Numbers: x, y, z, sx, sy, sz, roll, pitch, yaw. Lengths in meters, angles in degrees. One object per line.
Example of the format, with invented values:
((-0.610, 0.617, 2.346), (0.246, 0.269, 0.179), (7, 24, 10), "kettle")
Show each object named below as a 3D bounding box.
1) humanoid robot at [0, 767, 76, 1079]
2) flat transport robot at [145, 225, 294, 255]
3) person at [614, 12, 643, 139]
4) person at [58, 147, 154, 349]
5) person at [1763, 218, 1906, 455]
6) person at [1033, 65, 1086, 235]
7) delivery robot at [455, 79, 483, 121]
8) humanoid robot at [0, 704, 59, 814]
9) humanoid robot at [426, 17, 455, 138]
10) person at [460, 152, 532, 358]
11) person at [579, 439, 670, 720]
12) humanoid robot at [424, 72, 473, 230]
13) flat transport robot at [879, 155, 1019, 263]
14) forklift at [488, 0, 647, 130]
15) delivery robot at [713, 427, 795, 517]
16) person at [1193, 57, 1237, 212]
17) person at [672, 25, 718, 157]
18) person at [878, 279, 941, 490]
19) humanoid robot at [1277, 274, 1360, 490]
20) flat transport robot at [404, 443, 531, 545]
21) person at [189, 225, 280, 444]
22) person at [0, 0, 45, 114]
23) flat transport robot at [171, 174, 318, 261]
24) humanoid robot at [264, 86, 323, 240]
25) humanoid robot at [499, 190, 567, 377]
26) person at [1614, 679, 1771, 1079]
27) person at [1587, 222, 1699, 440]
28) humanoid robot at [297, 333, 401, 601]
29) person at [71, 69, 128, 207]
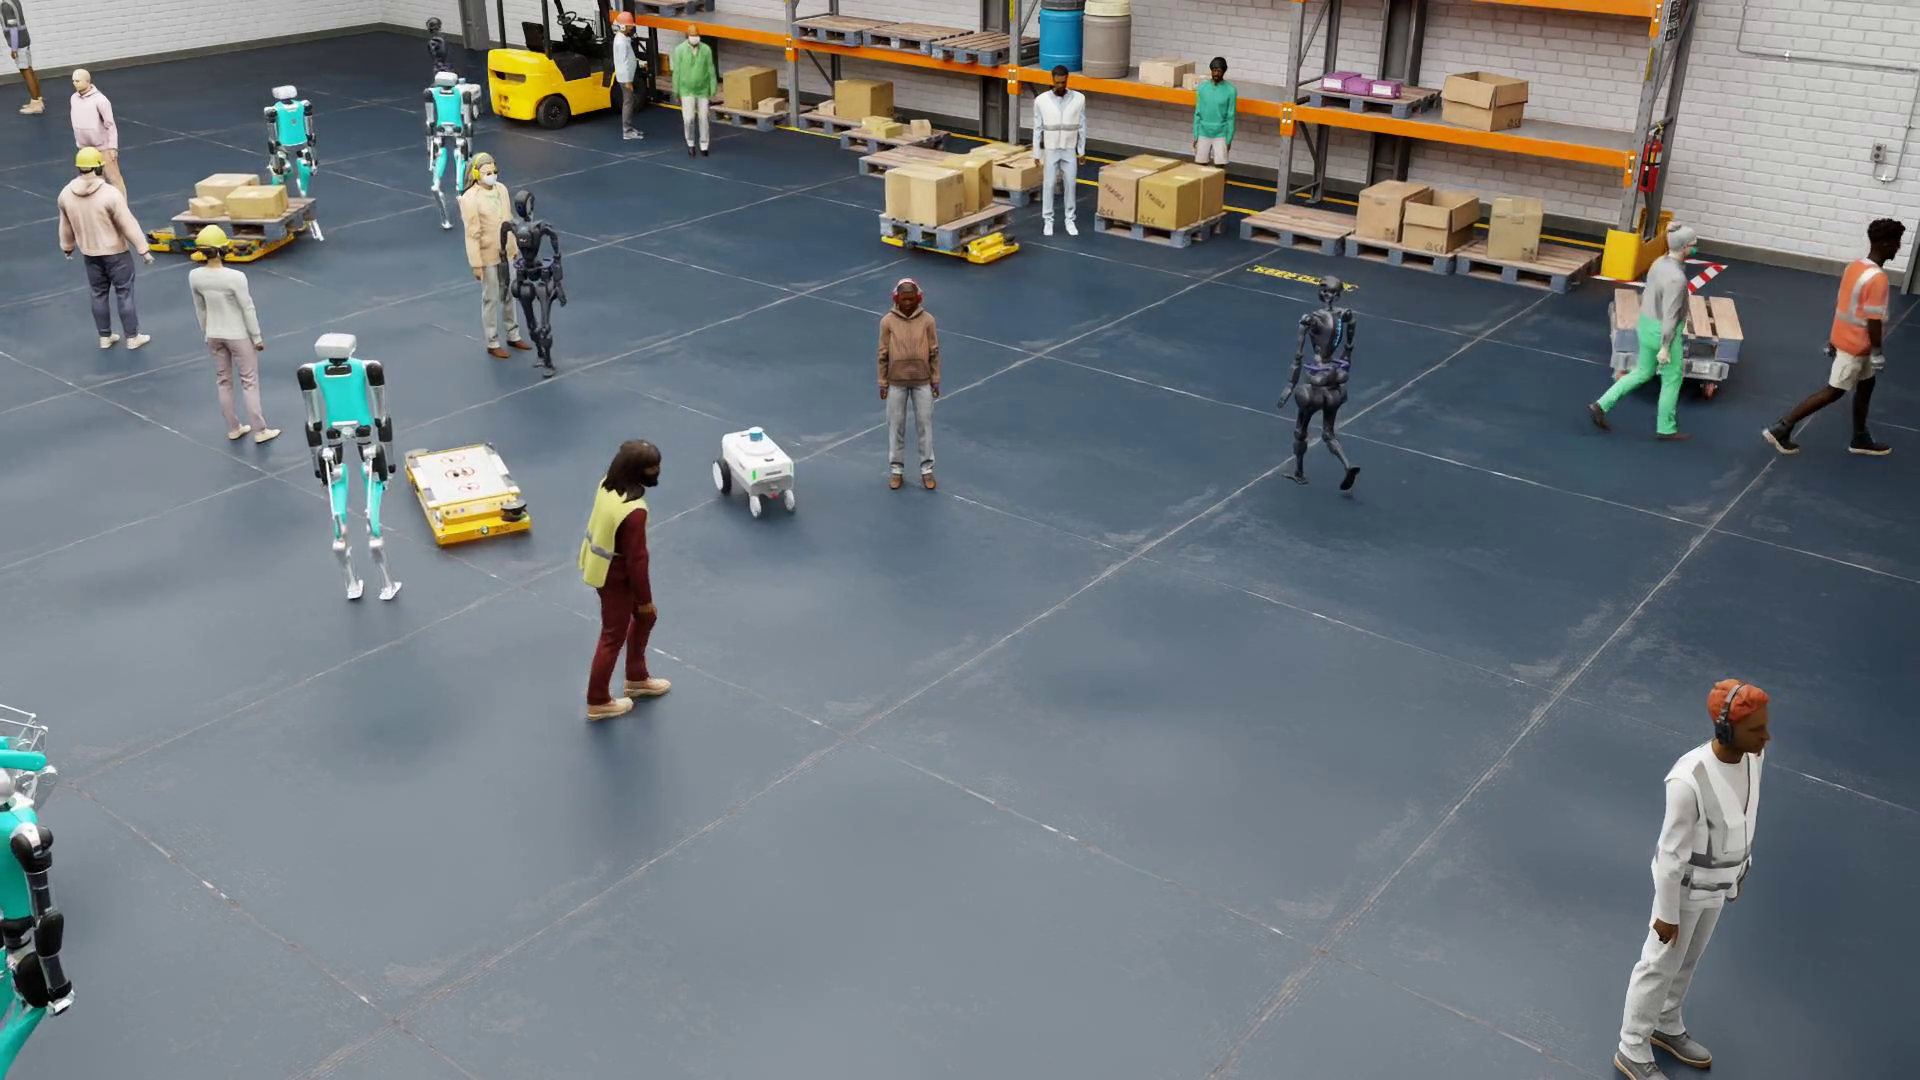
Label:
((-3.784, 1.771, 6.263), (0.559, 1.813, 0.897), (15, 30, 28), "humanoid robot")
((-8.279, -3.380, 18.570), (1.431, 0.231, 0.659), (4, 26, 8), "flat transport robot")
((-4.674, -6.541, 23.423), (0.351, 1.737, 0.575), (-4, 26, -8), "person")
((-7.849, -2.655, 15.252), (0.819, 1.853, 0.434), (2, 26, 3), "person")
((6.894, -1.558, 12.894), (0.955, 1.924, 0.602), (6, 27, 13), "person")
((1.122, -4.413, 18.829), (0.600, 1.907, 0.398), (-3, 26, -6), "person")
((-7.430, -6.583, 24.880), (0.499, 0.598, 0.777), (2, 26, 3), "delivery robot")
((-4.728, 0.830, 8.009), (0.735, 1.677, 0.533), (-23, 34, -39), "humanoid robot")
((-7.313, -6.509, 23.423), (0.354, 1.645, 0.612), (-1, 26, -1), "humanoid robot")
((-4.248, -2.586, 15.094), (0.409, 1.868, 0.569), (14, 29, 26), "person")
((-1.904, 0.230, 9.421), (0.648, 1.723, 0.493), (-9, 27, -18), "person")
((-5.827, -4.397, 19.018), (0.579, 1.783, 0.890), (-4, 26, -8), "humanoid robot")
((-0.120, -3.347, 18.502), (1.431, 0.231, 0.659), (18, 31, 33), "flat transport robot")
((-5.874, -7.334, 24.552), (1.214, 2.155, 2.313), (19, 32, 34), "forklift")
((-1.507, -0.552, 12.370), (0.499, 0.582, 0.773), (-12, 28, -24), "delivery robot")
((2.999, -4.765, 19.632), (0.499, 1.843, 0.406), (10, 28, 20), "person")
((-3.548, -6.009, 22.300), (0.607, 1.758, 0.459), (-6, 26, -12), "person")
((-0.382, -1.167, 12.406), (0.469, 1.643, 0.338), (-2, 26, -4), "person")
((2.708, -1.139, 12.335), (0.604, 1.637, 0.638), (-13, 29, -26), "humanoid robot")
((-3.673, -0.370, 12.337), (0.659, 0.231, 1.431), (-12, 28, -23), "flat transport robot")
((-5.797, -1.628, 13.230), (0.526, 1.761, 0.330), (7, 27, 14), "person")
((-14.163, -7.436, 24.946), (0.402, 2.033, 0.607), (-7, 27, -13), "person")
((-7.939, -3.392, 18.595), (0.659, 0.231, 1.431), (2, 26, 4), "flat transport robot")
((-7.548, -4.226, 18.671), (0.548, 1.778, 0.860), (-23, 34, -39), "humanoid robot")
((-3.776, -2.284, 14.697), (0.589, 1.639, 0.552), (2, 26, 4), "humanoid robot")
((3.011, 1.415, 6.784), (0.574, 1.884, 0.356), (-20, 32, -35), "person")
((5.547, -1.660, 13.233), (0.766, 1.814, 0.519), (-2, 26, -3), "person")
((-3.916, -0.406, 10.693), (0.531, 1.750, 0.720), (-4, 26, -9), "humanoid robot")
((-9.952, -4.532, 19.215), (0.520, 1.783, 0.403), (5, 26, 11), "person")
